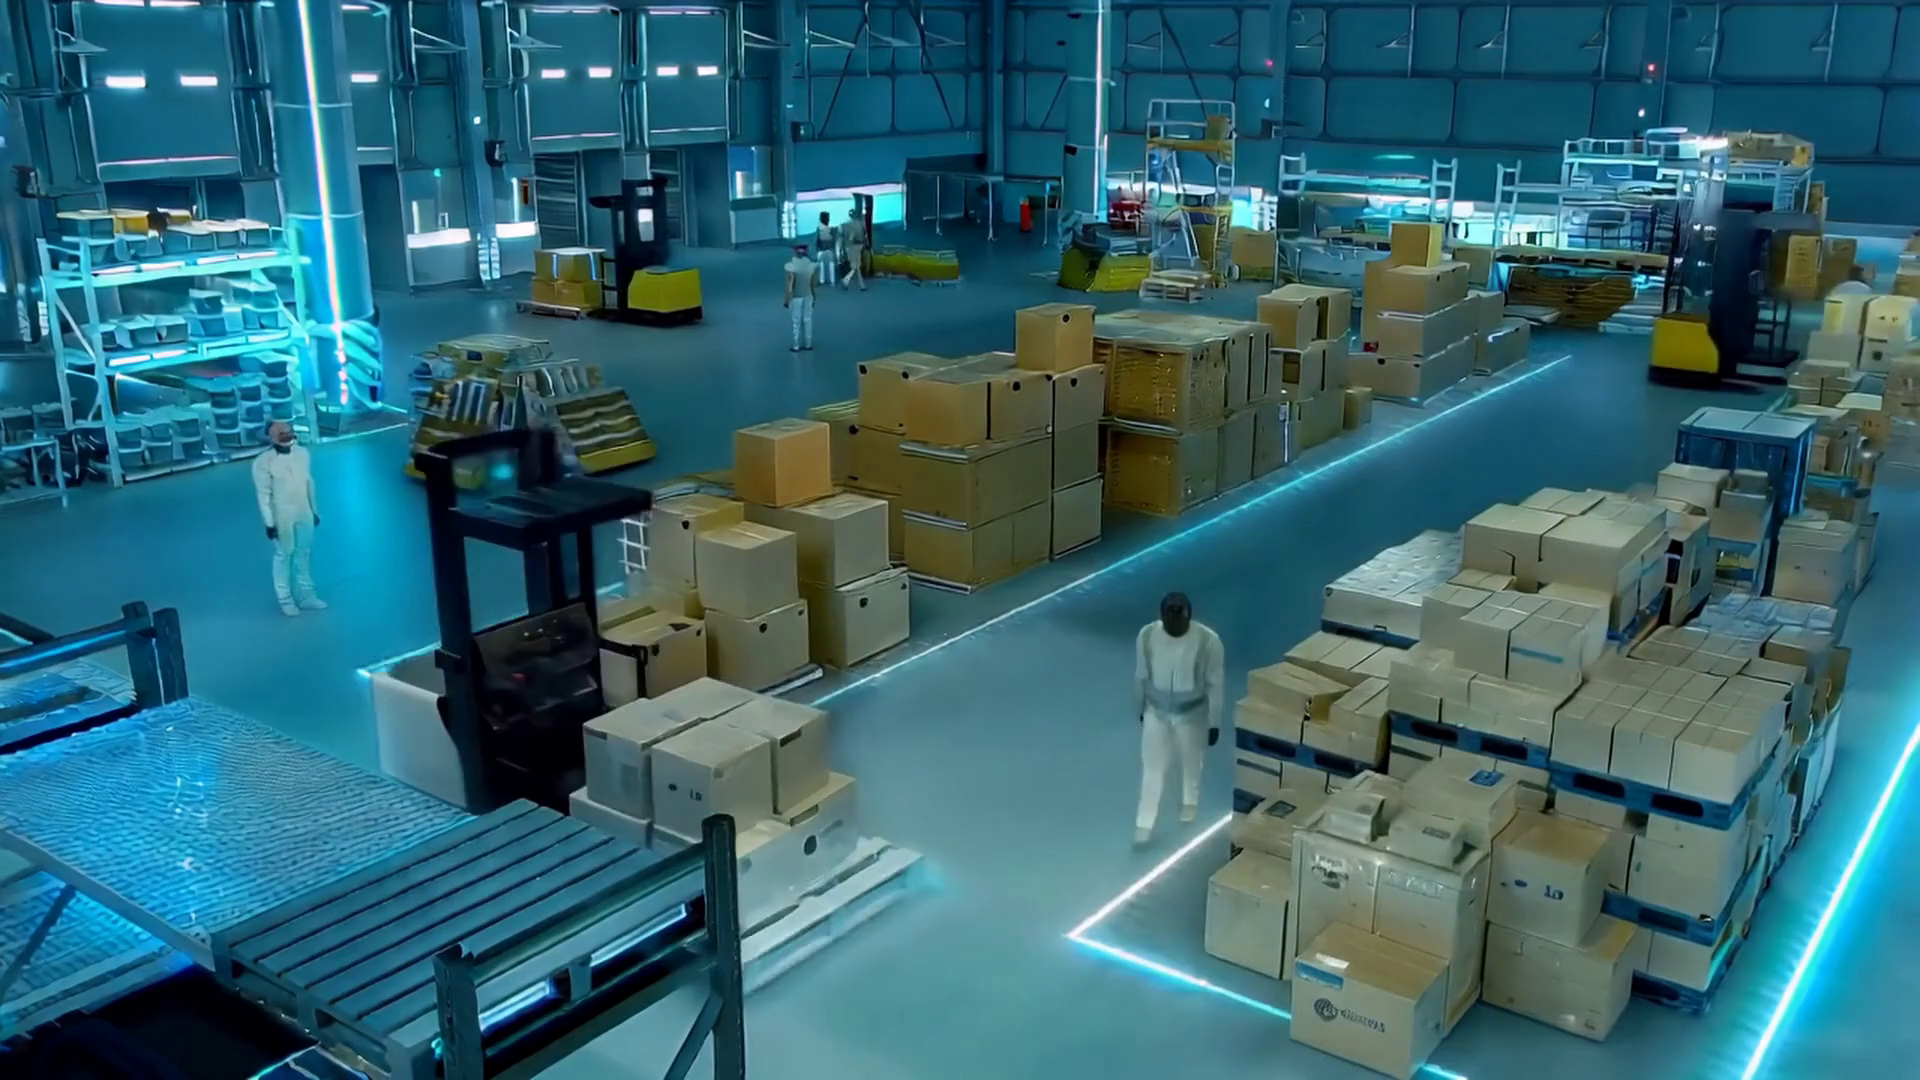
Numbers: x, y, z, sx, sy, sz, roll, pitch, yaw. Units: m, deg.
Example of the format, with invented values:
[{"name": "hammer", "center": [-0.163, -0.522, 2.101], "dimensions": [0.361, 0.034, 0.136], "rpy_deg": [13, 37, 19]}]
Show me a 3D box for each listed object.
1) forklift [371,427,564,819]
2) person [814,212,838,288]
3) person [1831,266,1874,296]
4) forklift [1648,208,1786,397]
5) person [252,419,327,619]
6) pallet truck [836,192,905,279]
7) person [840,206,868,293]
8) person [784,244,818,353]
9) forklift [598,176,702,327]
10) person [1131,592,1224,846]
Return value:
[{"name": "forklift", "center": [-3.193, 0.658, 11.597], "dimensions": [1.873, 2.768, 1.129], "rpy_deg": [12, 21, 35]}, {"name": "person", "center": [-3.001, -6.487, 37.276], "dimensions": [0.531, 1.692, 0.320], "rpy_deg": [0, 17, 0]}, {"name": "person", "center": [14.490, -3.491, 27.003], "dimensions": [0.978, 1.892, 0.647], "rpy_deg": [-13, 21, -37]}, {"name": "forklift", "center": [12.212, -3.840, 26.489], "dimensions": [1.873, 2.768, 1.129], "rpy_deg": [12, 21, 35]}, {"name": "person", "center": [-6.482, -0.221, 16.110], "dimensions": [0.372, 1.940, 0.630], "rpy_deg": [9, 19, 26]}, {"name": "pallet truck", "center": [-1.936, -7.159, 38.982], "dimensions": [1.885, 1.965, 0.823], "rpy_deg": [-12, 21, -34]}, {"name": "person", "center": [-2.393, -6.385, 36.650], "dimensions": [0.668, 1.873, 0.813], "rpy_deg": [13, 21, 37]}, {"name": "person", "center": [-2.833, -4.310, 29.677], "dimensions": [0.635, 1.928, 0.383], "rpy_deg": [-8, 19, -26]}, {"name": "forklift", "center": [-6.123, -5.702, 32.655], "dimensions": [1.873, 2.768, 1.129], "rpy_deg": [12, 21, 35]}, {"name": "person", "center": [1.495, 1.234, 11.540], "dimensions": [0.646, 1.791, 0.961], "rpy_deg": [5, 18, 17]}]
